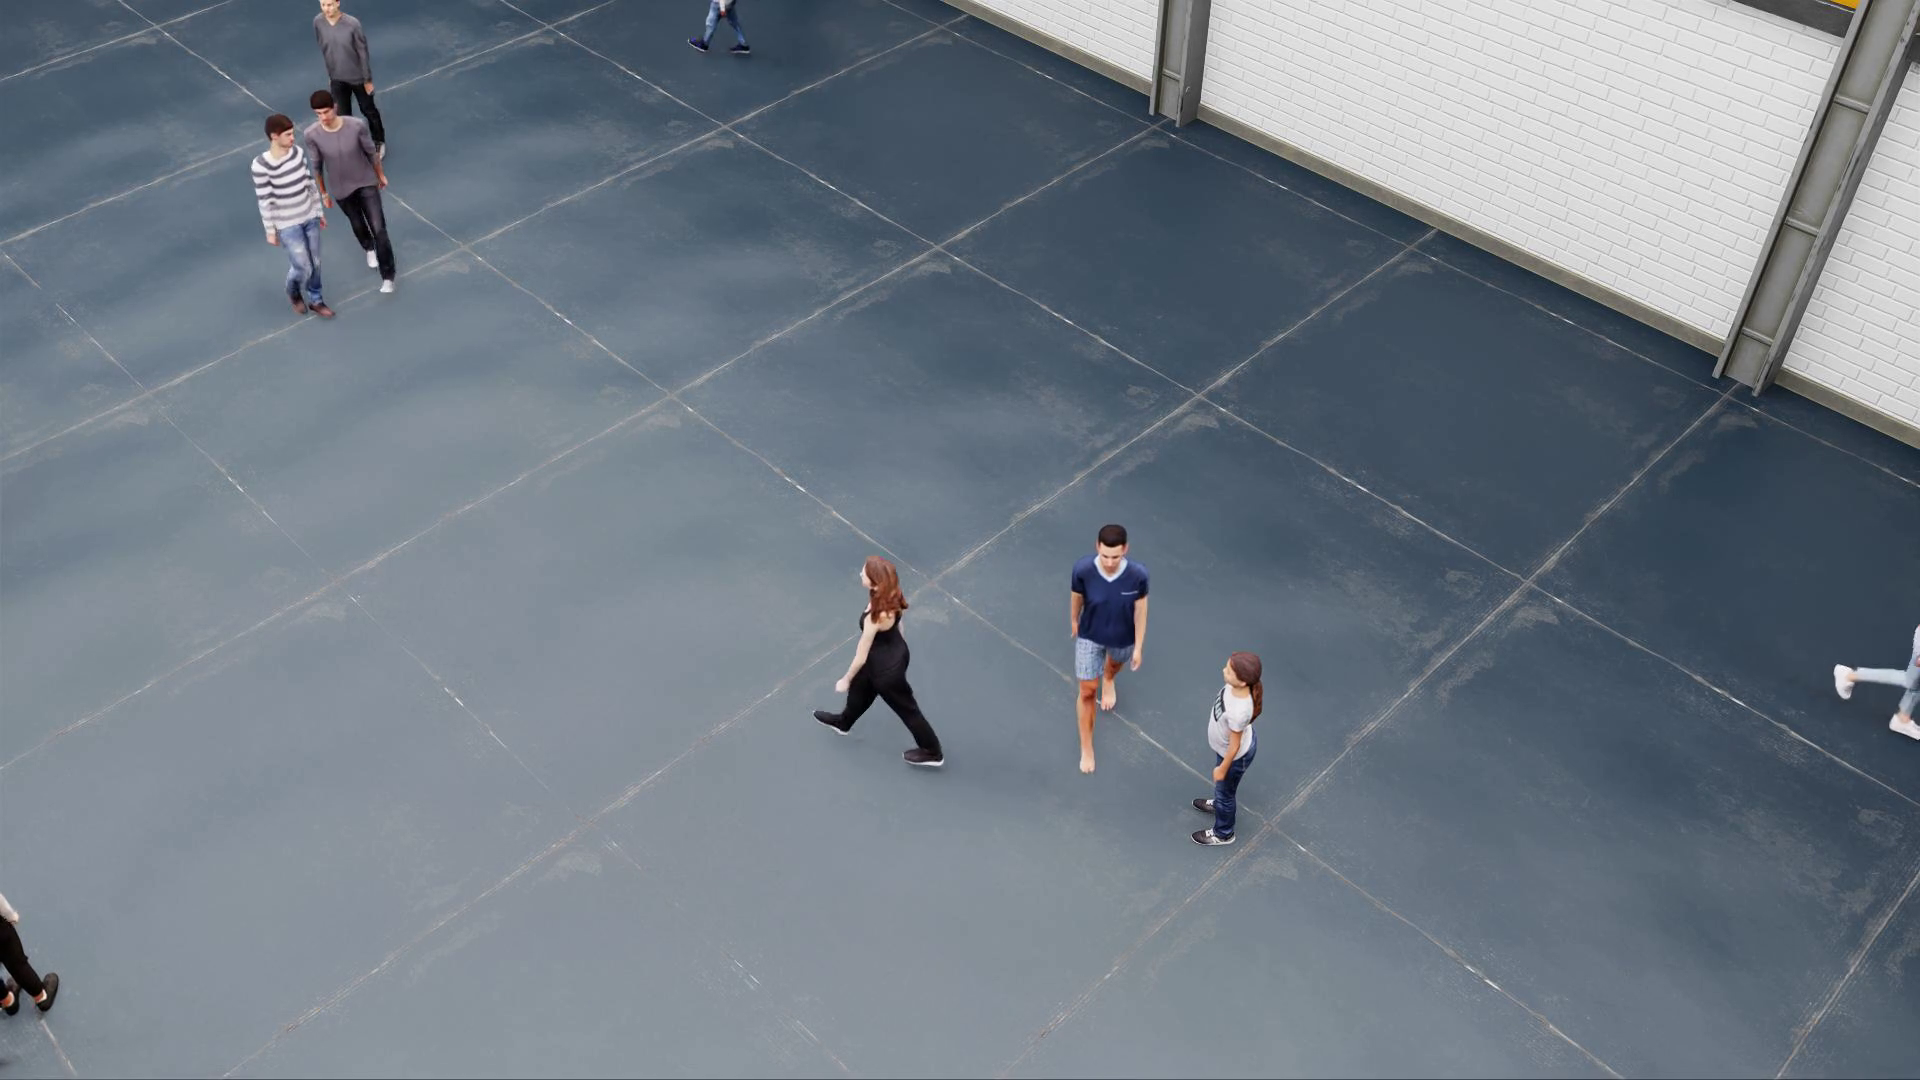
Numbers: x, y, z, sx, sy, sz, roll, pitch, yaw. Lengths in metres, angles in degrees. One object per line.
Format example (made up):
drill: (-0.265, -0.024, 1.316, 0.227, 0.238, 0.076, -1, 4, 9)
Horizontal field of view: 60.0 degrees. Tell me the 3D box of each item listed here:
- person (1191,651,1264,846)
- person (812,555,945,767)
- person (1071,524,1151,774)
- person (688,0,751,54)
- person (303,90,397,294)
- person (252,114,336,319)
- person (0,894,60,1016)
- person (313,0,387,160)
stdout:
person: (1.592, 1.201, 9.752, 0.671, 1.563, 0.625, 5, 44, 6)
person: (-0.344, 0.794, 10.084, 1.172, 1.694, 0.984, 8, 44, 8)
person: (0.925, 0.506, 10.312, 1.129, 1.798, 1.163, 2, 44, 2)
person: (-2.386, -5.555, 17.088, 0.933, 1.227, 0.785, 8, 44, 9)
person: (-5.107, -3.039, 14.025, 1.045, 1.808, 1.227, -15, 46, -15)
person: (-5.496, -2.635, 13.586, 0.787, 1.829, 0.757, 27, 50, 25)
person: (-5.266, 2.078, 8.888, 0.624, 1.485, 0.646, -9, 44, -9)
person: (-5.632, -4.331, 15.434, 0.972, 1.736, 1.028, 0, 44, 0)
